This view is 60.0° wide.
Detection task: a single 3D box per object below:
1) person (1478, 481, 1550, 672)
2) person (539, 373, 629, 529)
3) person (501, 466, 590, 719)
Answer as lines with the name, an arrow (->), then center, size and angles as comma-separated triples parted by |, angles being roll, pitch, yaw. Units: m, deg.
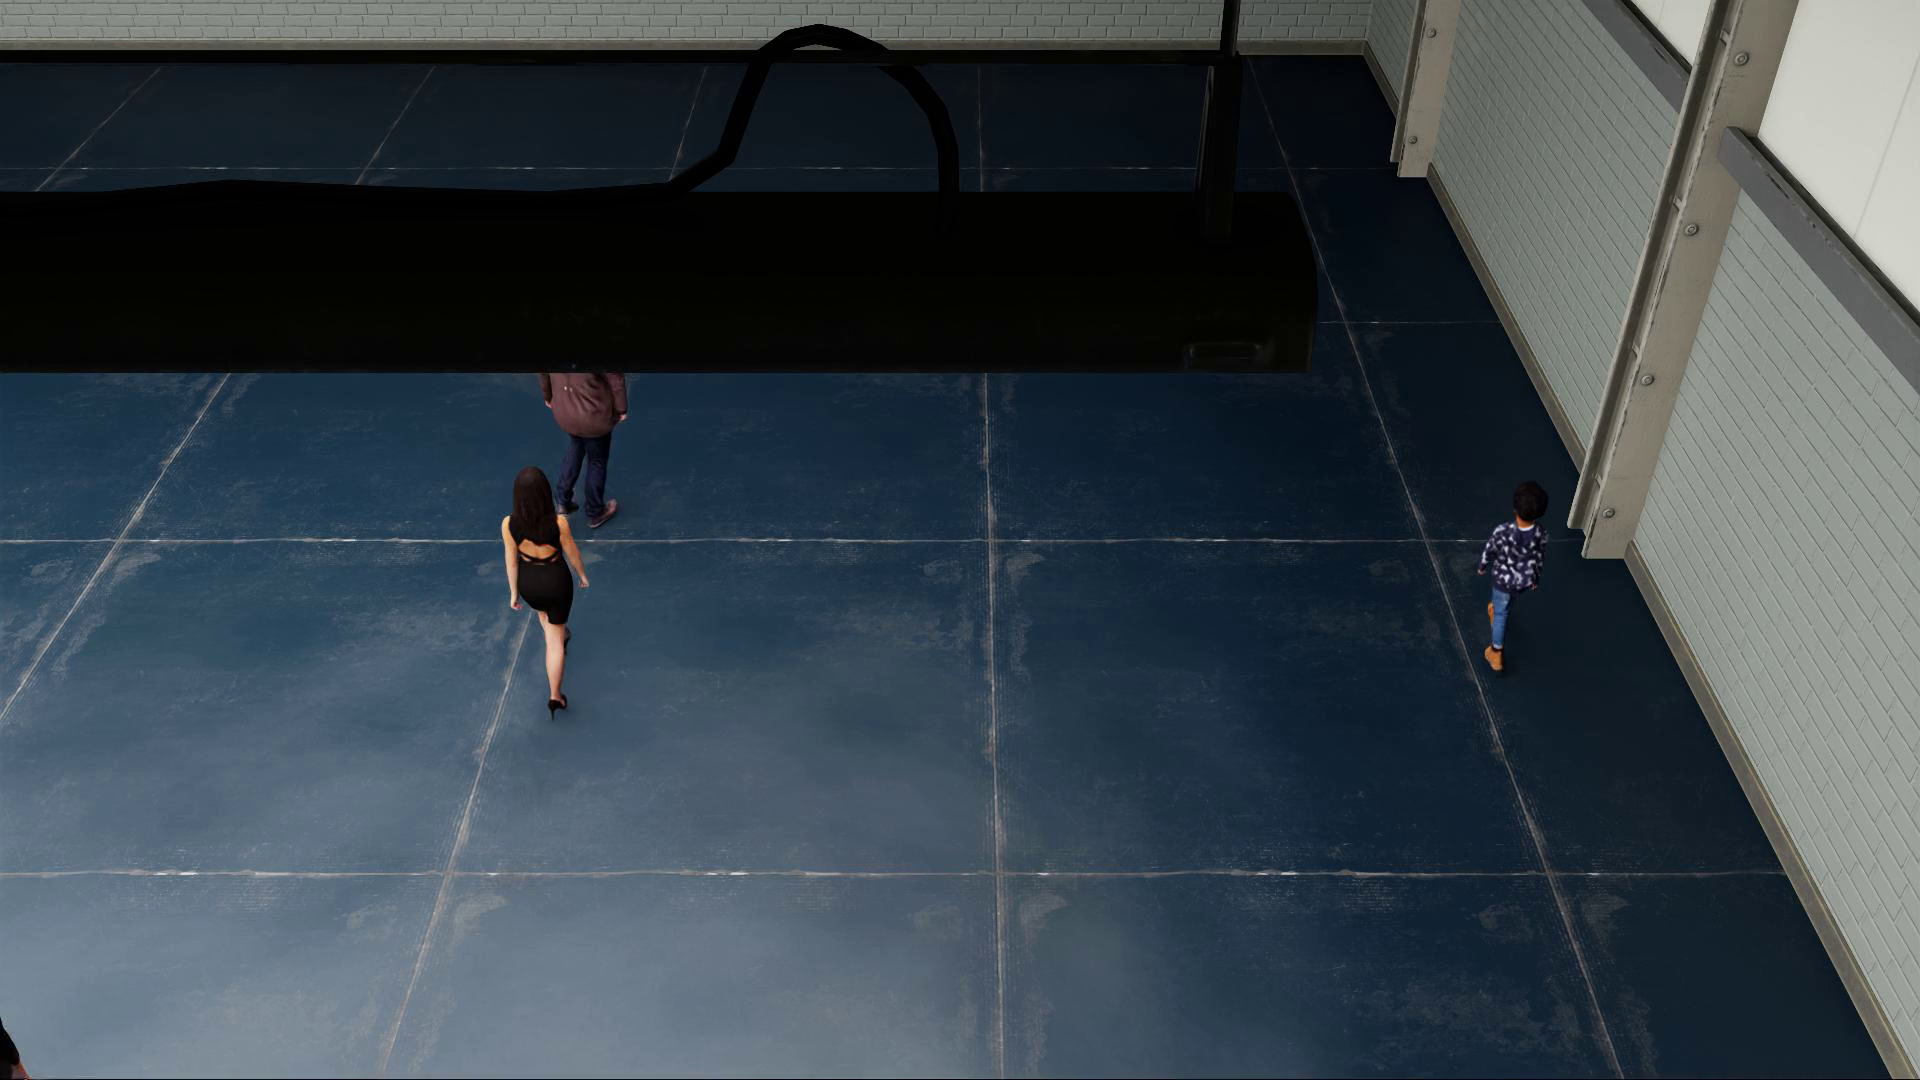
person -> 3.368, 0.237, 10.125 | 0.527, 1.221, 0.847 | 2, 37, 2
person -> -2.541, -0.850, 11.059 | 0.910, 1.821, 0.925 | 13, 39, 16
person -> -2.410, 0.356, 9.643 | 0.592, 1.613, 0.968 | -1, 37, -1
